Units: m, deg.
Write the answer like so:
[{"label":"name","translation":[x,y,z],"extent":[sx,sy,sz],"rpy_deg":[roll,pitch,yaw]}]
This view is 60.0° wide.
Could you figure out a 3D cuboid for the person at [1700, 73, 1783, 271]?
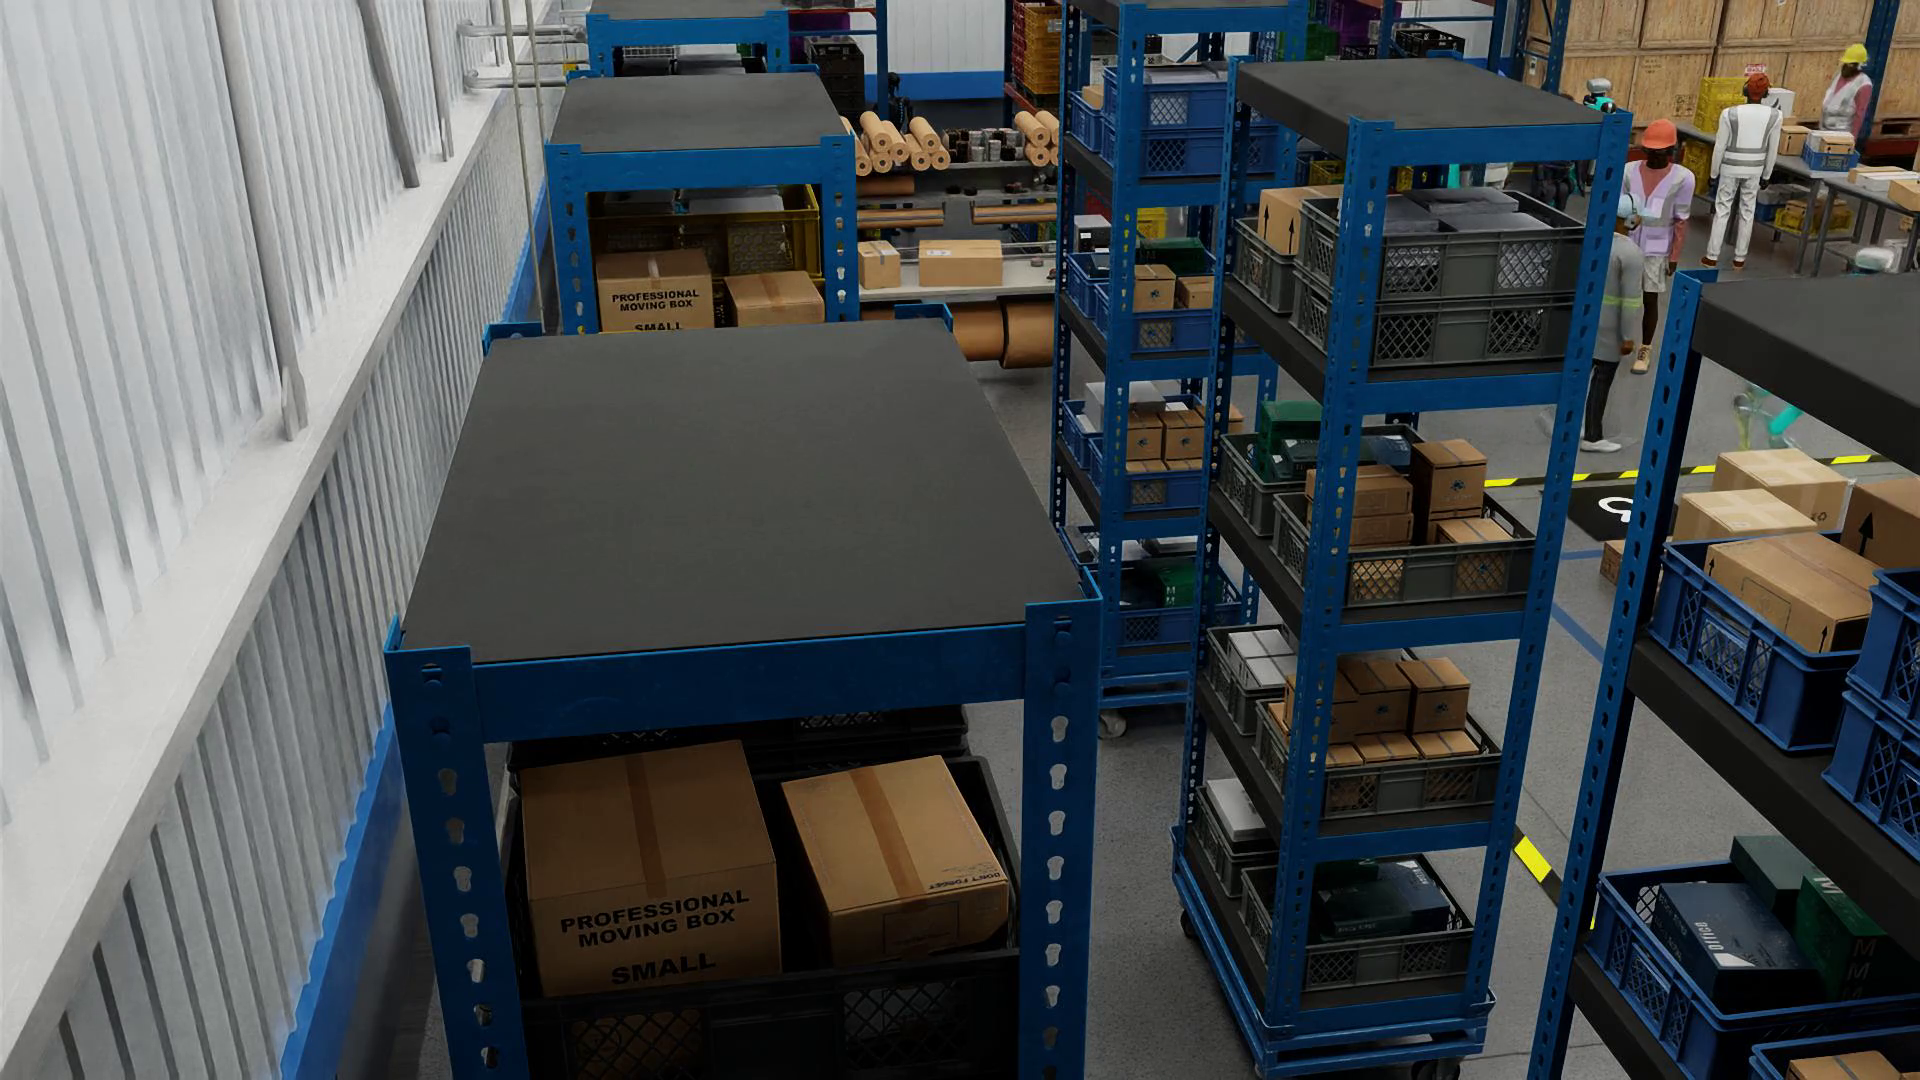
[{"label":"person","translation":[7.543,-3.543,16.069],"extent":[0.577,1.882,0.354],"rpy_deg":[5,25,11]}]

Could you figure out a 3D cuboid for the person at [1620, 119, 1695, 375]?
[{"label":"person","translation":[5.437,-2.328,13.256],"extent":[0.605,2.035,0.406],"rpy_deg":[18,30,34]}]

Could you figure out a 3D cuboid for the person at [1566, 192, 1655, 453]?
[{"label":"person","translation":[4.576,-1.536,11.743],"extent":[0.396,1.850,0.597],"rpy_deg":[-9,26,-18]}]

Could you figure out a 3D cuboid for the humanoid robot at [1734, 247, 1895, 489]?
[{"label":"humanoid robot","translation":[5.514,-1.121,10.995],"extent":[1.018,1.709,0.553],"rpy_deg":[15,29,29]}]

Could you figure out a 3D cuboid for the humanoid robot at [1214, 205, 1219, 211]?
[{"label":"humanoid robot","translation":[2.831,-4.483,18.353],"extent":[0.353,1.653,0.607],"rpy_deg":[-22,33,-39]}]

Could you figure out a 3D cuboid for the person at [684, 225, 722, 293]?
[{"label":"person","translation":[-1.743,-1.364,11.398],"extent":[0.431,1.834,0.622],"rpy_deg":[-13,28,-26]}]

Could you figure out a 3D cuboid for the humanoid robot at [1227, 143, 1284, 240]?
[{"label":"humanoid robot","translation":[2.585,-2.670,14.486],"extent":[0.610,1.631,0.731],"rpy_deg":[5,25,11]}]

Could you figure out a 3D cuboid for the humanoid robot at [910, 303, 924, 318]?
[{"label":"humanoid robot","translation":[-0.263,-0.609,9.920],"extent":[0.585,1.656,0.328],"rpy_deg":[-2,25,-4]}]

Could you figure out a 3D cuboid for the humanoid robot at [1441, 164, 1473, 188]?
[{"label":"humanoid robot","translation":[4.453,-2.692,14.524],"extent":[0.726,1.898,0.540],"rpy_deg":[-5,25,-12]}]

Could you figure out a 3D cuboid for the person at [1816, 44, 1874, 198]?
[{"label":"person","translation":[9.655,-4.528,18.282],"extent":[0.571,1.816,0.638],"rpy_deg":[-4,25,-8]}]

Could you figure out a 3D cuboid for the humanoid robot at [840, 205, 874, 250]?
[{"label":"humanoid robot","translation":[-0.794,-2.277,13.594],"extent":[0.648,1.630,0.601],"rpy_deg":[5,25,11]}]

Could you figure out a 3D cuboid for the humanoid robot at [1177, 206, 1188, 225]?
[{"label":"humanoid robot","translation":[2.498,-4.242,17.815],"extent":[0.532,1.811,0.785],"rpy_deg":[-5,25,-10]}]

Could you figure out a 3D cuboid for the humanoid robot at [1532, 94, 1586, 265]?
[{"label":"humanoid robot","translation":[5.848,-3.489,16.197],"extent":[0.585,1.653,0.425],"rpy_deg":[-9,26,-20]}]

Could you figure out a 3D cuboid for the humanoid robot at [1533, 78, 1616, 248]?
[{"label":"humanoid robot","translation":[5.983,-3.687,16.437],"extent":[0.737,1.691,0.530],"rpy_deg":[-2,25,-4]}]

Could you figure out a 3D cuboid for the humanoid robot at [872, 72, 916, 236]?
[{"label":"humanoid robot","translation":[-0.692,-4.034,17.364],"extent":[0.599,1.657,0.315],"rpy_deg":[-21,32,-37]}]

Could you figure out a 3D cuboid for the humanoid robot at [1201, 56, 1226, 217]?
[{"label":"humanoid robot","translation":[2.836,-4.416,18.153],"extent":[0.777,1.790,0.544],"rpy_deg":[-23,33,-40]}]

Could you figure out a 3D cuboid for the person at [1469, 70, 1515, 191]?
[{"label":"person","translation":[5.001,-3.490,15.878],"extent":[0.604,1.947,0.381],"rpy_deg":[-7,26,-15]}]
